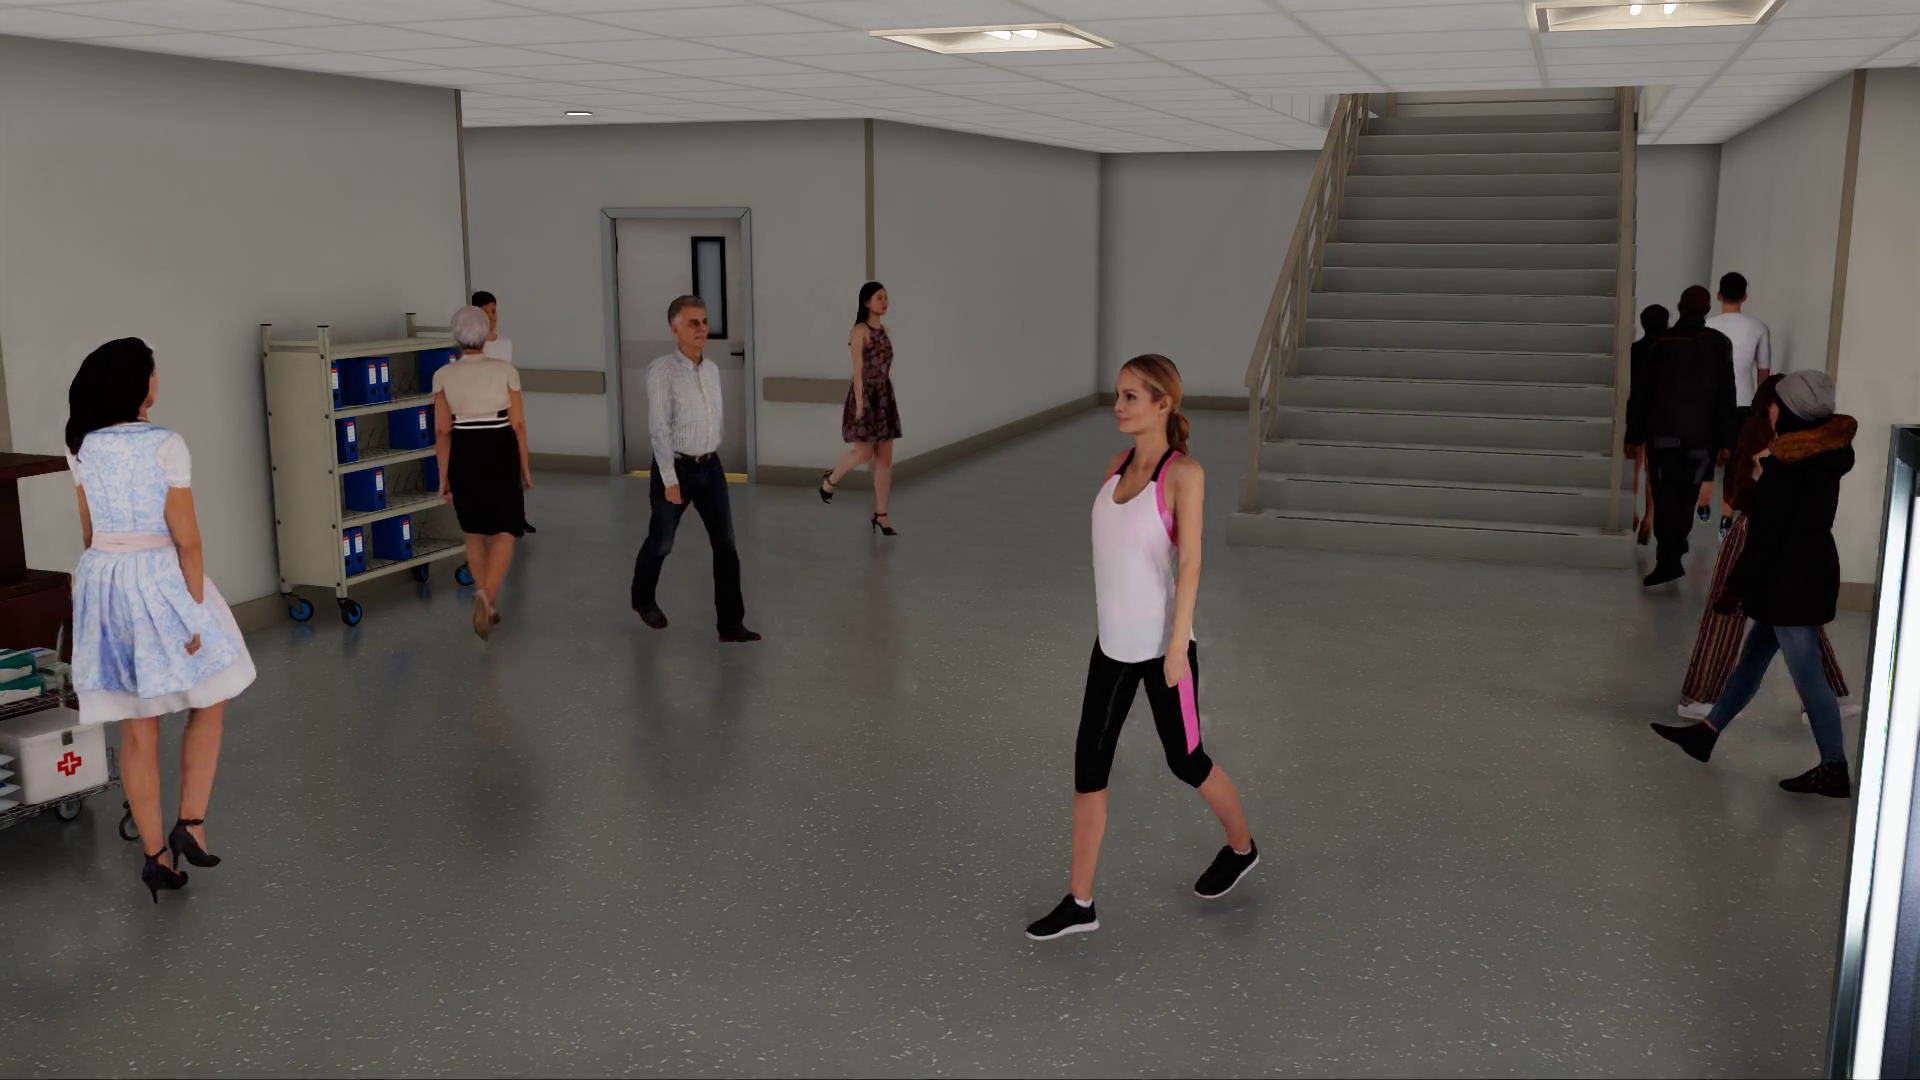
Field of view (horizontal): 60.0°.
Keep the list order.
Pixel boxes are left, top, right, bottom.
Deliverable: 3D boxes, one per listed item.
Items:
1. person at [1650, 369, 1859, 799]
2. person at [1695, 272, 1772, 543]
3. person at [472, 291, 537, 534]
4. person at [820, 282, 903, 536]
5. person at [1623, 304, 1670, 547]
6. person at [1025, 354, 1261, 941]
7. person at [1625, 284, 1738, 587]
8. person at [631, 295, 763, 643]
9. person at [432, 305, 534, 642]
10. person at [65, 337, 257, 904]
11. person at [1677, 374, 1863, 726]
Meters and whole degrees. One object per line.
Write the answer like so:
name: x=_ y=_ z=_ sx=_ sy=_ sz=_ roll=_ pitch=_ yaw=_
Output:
person: x=3.213 y=0.194 z=6.257 sx=0.883 sy=1.601 sz=1.008 roll=8 pitch=13 yaw=36
person: x=5.215 y=-0.866 z=11.282 sx=0.689 sy=1.810 sz=1.171 roll=4 pitch=12 yaw=22
person: x=-3.366 y=-0.869 z=11.643 sx=0.949 sy=1.682 sz=1.115 roll=9 pitch=14 yaw=41
person: x=-0.683 y=-0.906 z=11.620 sx=0.820 sy=1.763 sz=0.930 roll=7 pitch=13 yaw=33
person: x=4.598 y=-0.722 z=11.107 sx=0.593 sy=1.592 sz=1.017 roll=4 pitch=11 yaw=21
person: x=0.653 y=0.343 z=5.083 sx=1.212 sy=1.746 sz=1.054 roll=-7 pitch=13 yaw=-33
person: x=4.336 y=-0.611 z=9.982 sx=0.815 sy=1.793 sz=1.242 roll=2 pitch=11 yaw=13
person: x=-1.475 y=-0.343 z=8.627 sx=1.046 sy=1.772 sz=1.234 roll=10 pitch=15 yaw=44
person: x=-2.454 y=-0.307 z=8.556 sx=0.872 sy=1.728 sz=1.112 roll=-1 pitch=11 yaw=-4
person: x=-2.608 y=0.286 z=5.226 sx=0.811 sy=1.805 sz=0.908 roll=0 pitch=11 yaw=0
person: x=3.325 y=0.063 z=7.142 sx=0.736 sy=1.529 sz=0.938 roll=7 pitch=13 yaw=31
